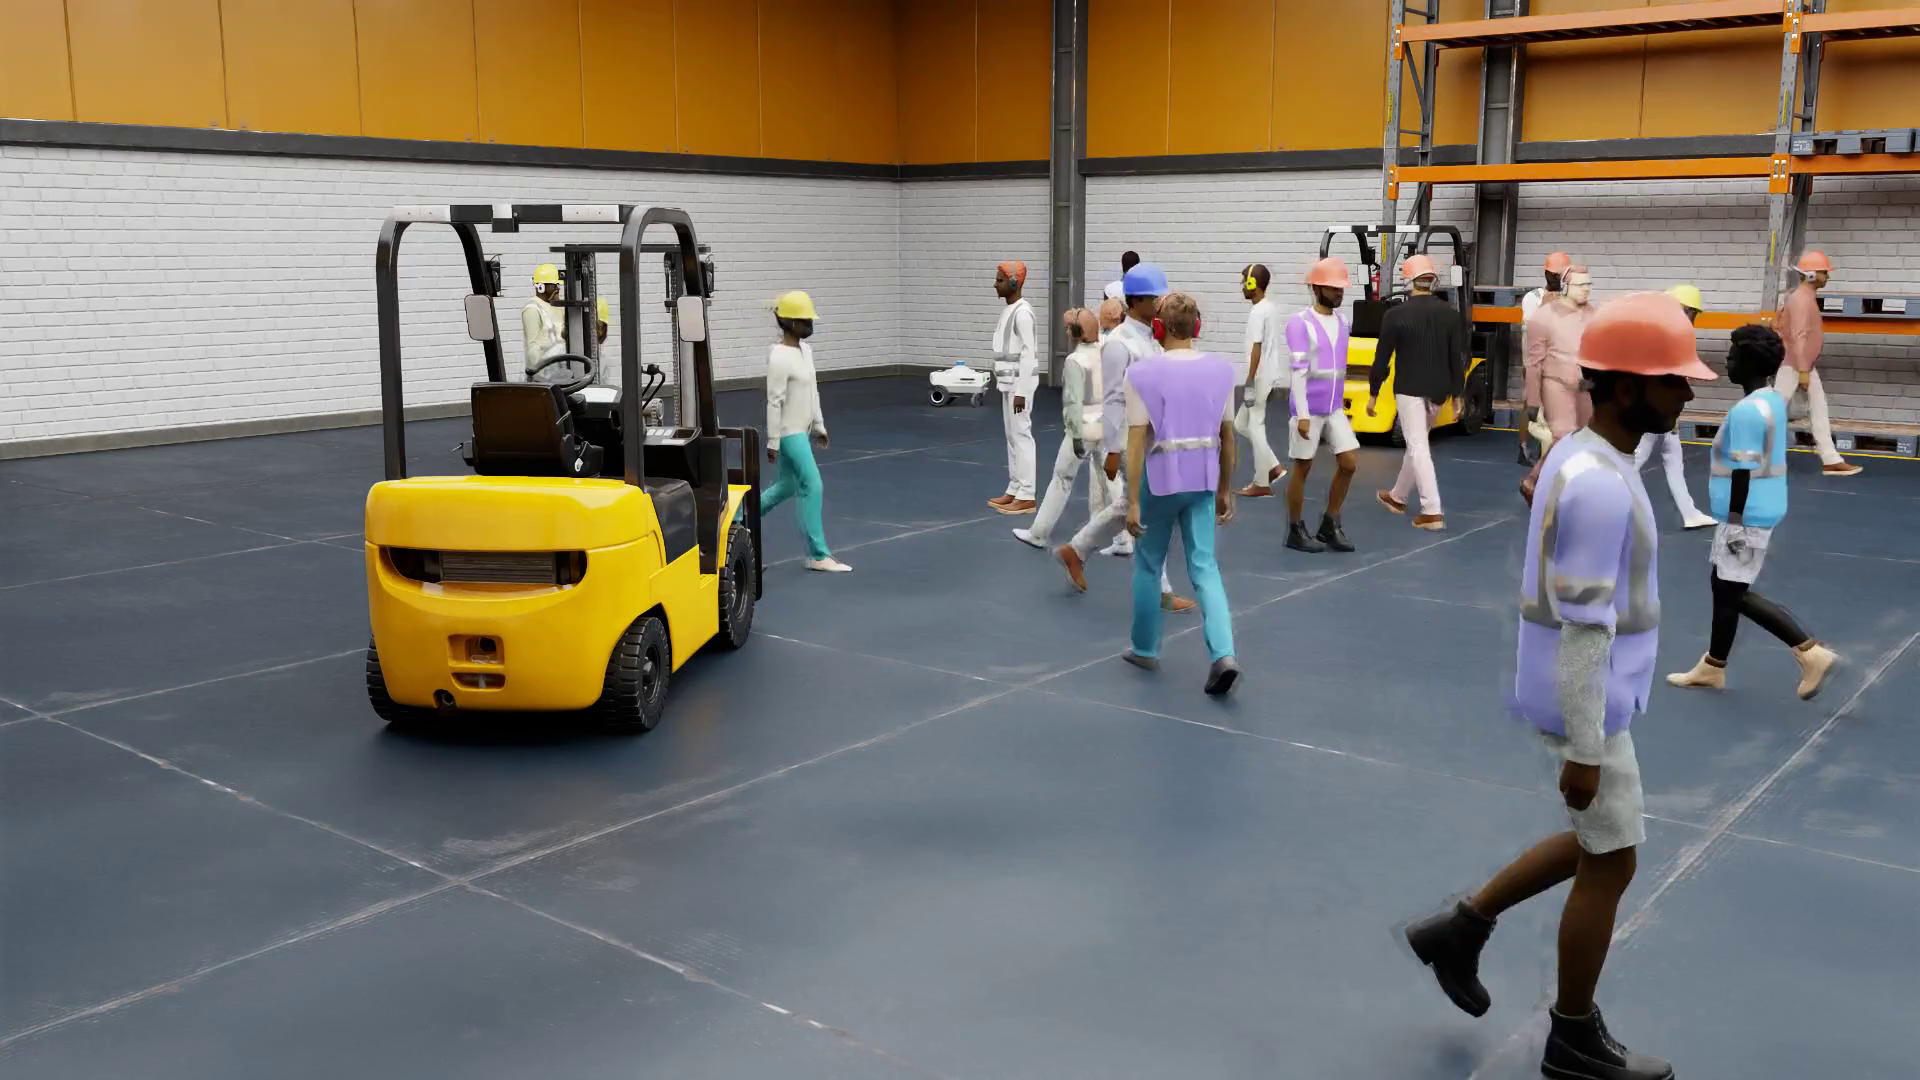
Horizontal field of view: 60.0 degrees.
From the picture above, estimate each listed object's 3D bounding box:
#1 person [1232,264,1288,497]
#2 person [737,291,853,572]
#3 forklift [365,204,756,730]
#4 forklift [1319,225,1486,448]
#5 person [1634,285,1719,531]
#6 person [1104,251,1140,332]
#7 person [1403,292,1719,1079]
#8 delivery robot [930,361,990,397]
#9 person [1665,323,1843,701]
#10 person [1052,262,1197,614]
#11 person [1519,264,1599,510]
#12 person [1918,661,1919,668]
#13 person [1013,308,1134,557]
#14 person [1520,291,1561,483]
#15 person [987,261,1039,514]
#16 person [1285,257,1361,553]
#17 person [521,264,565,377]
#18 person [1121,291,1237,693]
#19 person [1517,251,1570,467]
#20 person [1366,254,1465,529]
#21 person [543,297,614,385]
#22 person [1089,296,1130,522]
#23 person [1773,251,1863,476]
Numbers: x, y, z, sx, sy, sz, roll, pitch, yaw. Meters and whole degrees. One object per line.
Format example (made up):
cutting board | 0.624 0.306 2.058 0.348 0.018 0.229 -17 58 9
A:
person | 2.332 -1.248 13.144 0.395 1.848 0.556 4 11 20
person | -1.091 -0.671 10.265 0.831 1.734 0.523 2 10 10
forklift | -1.766 -0.406 7.525 1.214 2.155 2.313 1 10 7
forklift | 4.449 -2.115 16.993 1.214 2.155 2.313 8 13 38
person | 4.933 -0.895 11.533 0.843 1.706 0.562 4 11 20
person | 1.792 -2.081 17.569 0.593 1.920 0.391 -2 10 -11
person | 1.447 0.372 3.970 0.550 1.917 0.563 3 11 16
delivery robot | 0.005 -1.956 20.397 0.707 0.478 0.477 2 11 12
person | 3.521 -0.102 7.279 0.660 1.680 0.539 8 13 36
person | 0.908 -0.574 9.212 0.857 1.925 0.602 5 11 26
person | 4.418 -1.077 12.154 0.652 1.871 0.942 -4 11 -20
person | 4.778 -0.320 7.755 0.362 1.938 0.631 10 14 43
person | 0.763 -0.689 10.753 0.865 1.597 0.530 7 13 35
person | 4.917 -1.230 13.692 0.504 1.619 0.523 -10 14 -42
person | 0.409 -1.134 12.423 0.352 1.881 0.576 -2 10 -9
person | 2.349 -0.850 10.745 0.547 1.916 0.585 -6 12 -29
person | -3.706 -1.562 14.969 0.403 1.824 0.592 1 10 7
person | 1.021 -0.224 7.588 0.581 1.815 0.918 -3 11 -18
person | 5.315 -1.625 15.001 0.547 1.934 0.375 -3 11 -18
person | 3.272 -1.073 11.969 0.620 1.933 1.068 -3 11 -17
person | -2.314 -0.642 10.203 0.850 1.683 0.502 6 12 30
person | 1.091 -0.884 11.706 0.511 1.643 0.308 9 14 41
person | 7.299 -1.530 14.465 1.054 1.943 0.635 7 12 35
